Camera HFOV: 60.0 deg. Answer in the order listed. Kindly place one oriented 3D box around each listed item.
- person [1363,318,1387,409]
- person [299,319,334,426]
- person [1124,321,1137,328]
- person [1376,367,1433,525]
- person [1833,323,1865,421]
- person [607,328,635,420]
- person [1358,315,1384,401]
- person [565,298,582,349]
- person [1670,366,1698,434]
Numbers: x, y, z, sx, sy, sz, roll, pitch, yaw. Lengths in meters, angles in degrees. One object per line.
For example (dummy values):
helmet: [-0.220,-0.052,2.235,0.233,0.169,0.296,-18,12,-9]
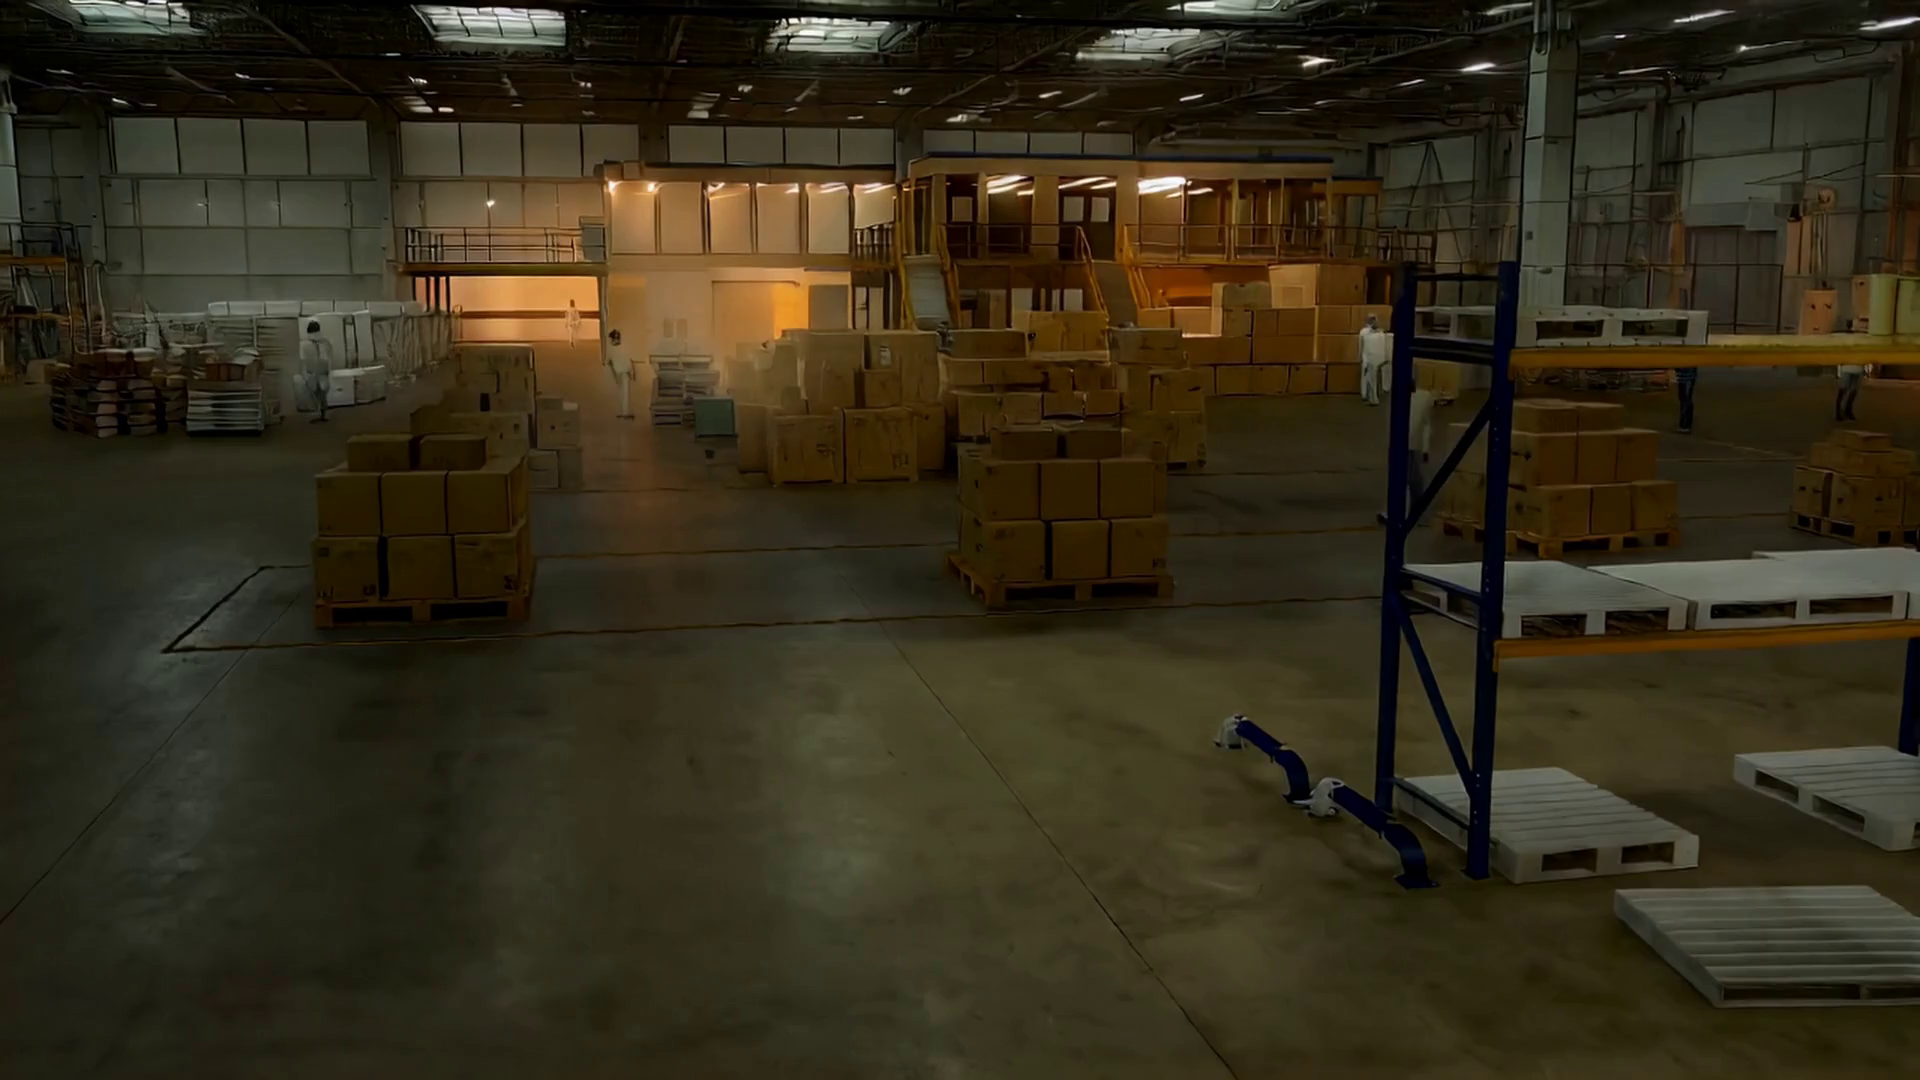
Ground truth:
person: [8.829,-3.763,35.464,0.594,1.922,0.386,-8,12,-41]
person: [-12.190,-3.164,31.530,0.625,2.007,0.833,-2,10,-12]
person: [3.219,-3.147,31.497,0.622,1.993,0.382,-8,12,-39]
person: [5.180,-1.098,19.368,0.591,1.881,0.962,6,11,31]
person: [17.392,-3.267,32.516,0.598,1.915,0.418,-2,10,-13]
person: [-6.623,-3.249,32.677,0.599,1.811,0.799,-5,10,-27]
person: [9.231,-4.068,37.301,0.627,1.935,0.371,9,13,42]
person: [-14.320,-8.023,61.661,0.611,1.843,0.924,-2,10,-12]
person: [13.095,-2.883,30.040,0.397,1.942,0.615,2,10,12]
